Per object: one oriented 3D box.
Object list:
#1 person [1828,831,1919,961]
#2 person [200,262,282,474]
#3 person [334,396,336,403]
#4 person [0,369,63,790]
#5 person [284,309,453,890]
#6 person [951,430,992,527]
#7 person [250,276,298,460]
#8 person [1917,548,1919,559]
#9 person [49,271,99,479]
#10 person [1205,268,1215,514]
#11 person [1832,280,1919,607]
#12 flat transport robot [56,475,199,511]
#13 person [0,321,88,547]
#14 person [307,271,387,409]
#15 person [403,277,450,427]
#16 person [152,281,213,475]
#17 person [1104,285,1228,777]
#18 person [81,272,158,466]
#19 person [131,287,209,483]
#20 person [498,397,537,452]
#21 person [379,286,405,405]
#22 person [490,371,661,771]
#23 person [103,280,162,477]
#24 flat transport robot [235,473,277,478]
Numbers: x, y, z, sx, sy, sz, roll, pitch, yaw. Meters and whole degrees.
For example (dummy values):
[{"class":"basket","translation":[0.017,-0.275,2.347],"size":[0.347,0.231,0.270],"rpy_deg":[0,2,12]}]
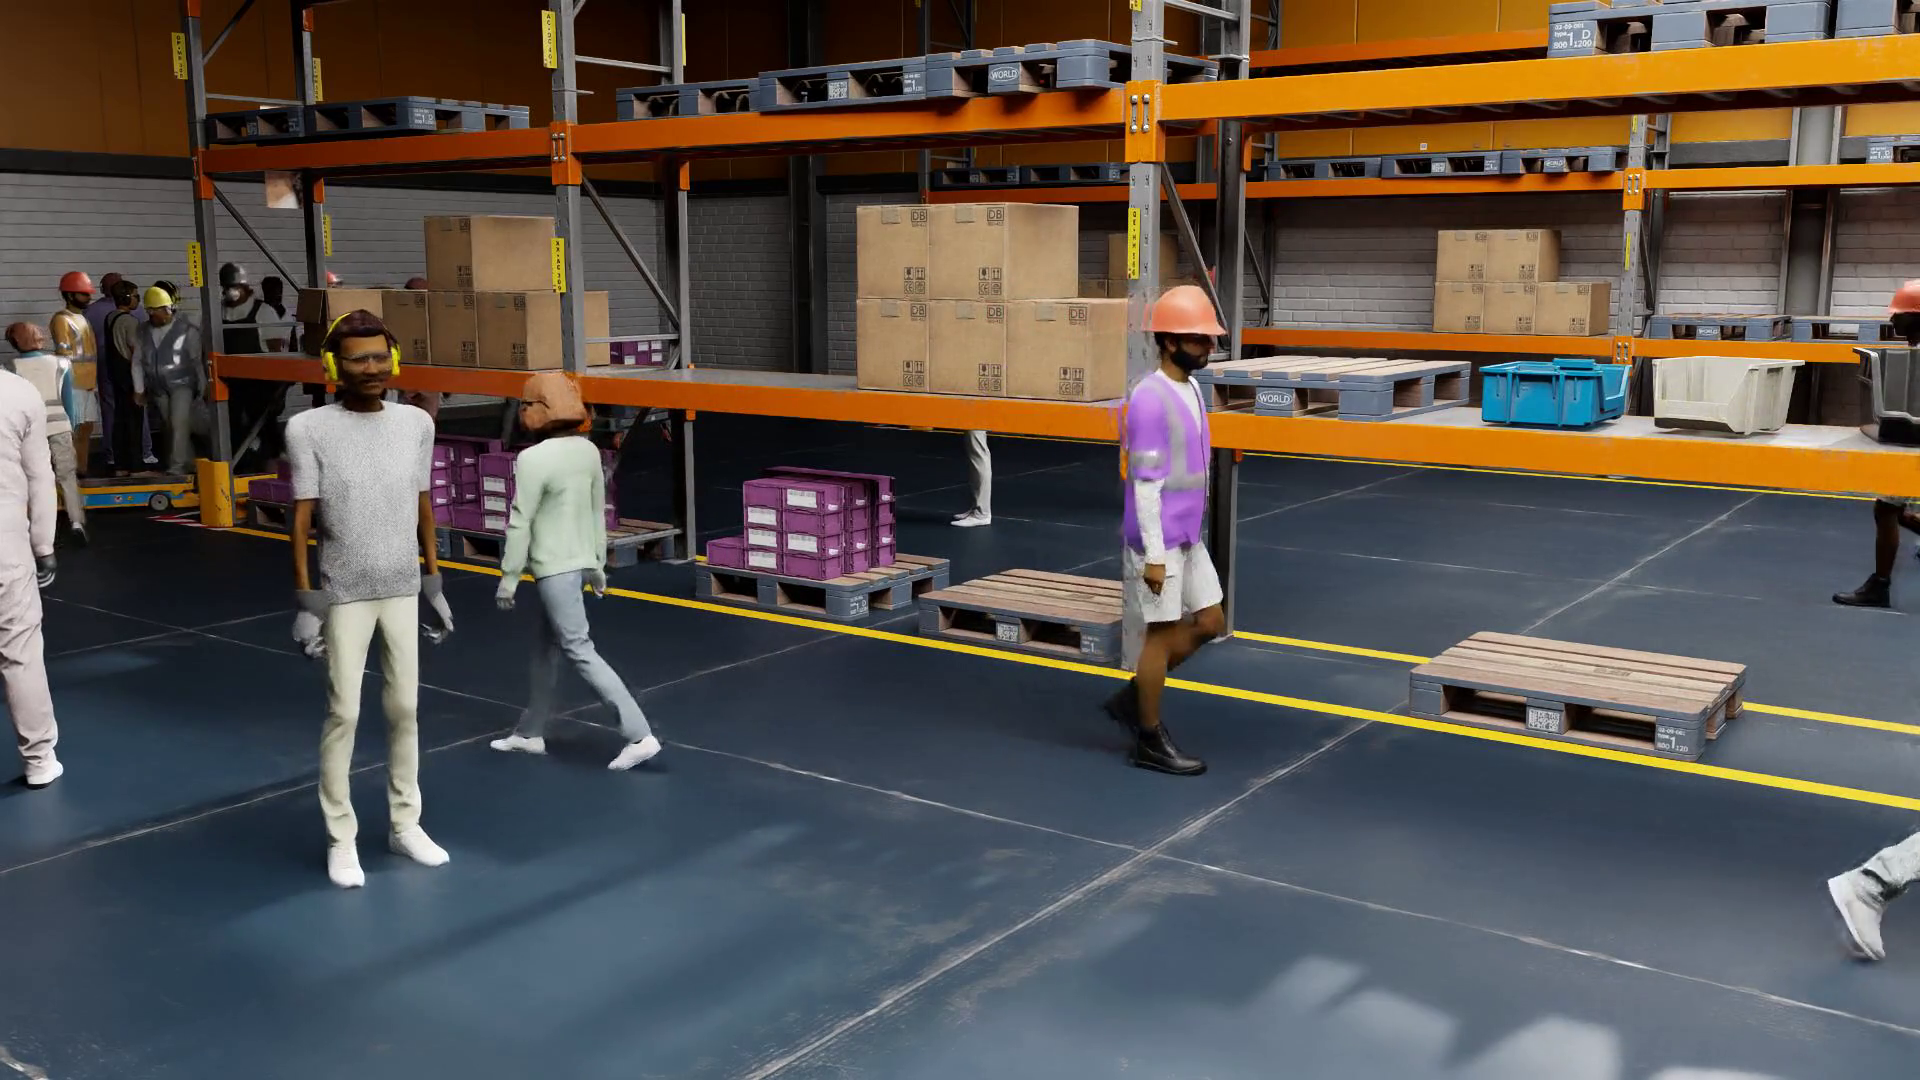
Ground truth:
[{"class":"person","translation":[2.938,0.394,4.653],"size":[0.777,1.714,0.485],"rpy_deg":[4,10,21]},{"class":"person","translation":[-6.442,-1.494,14.938],"size":[0.689,2.000,0.701],"rpy_deg":[-1,10,-6]},{"class":"person","translation":[-6.220,-1.678,17.102],"size":[0.559,1.674,0.457],"rpy_deg":[-5,11,-28]},{"class":"person","translation":[-3.745,0.033,6.254],"size":[0.643,1.905,0.400],"rpy_deg":[-6,11,-32]},{"class":"person","translation":[-1.922,0.186,5.442],"size":[0.532,1.868,0.311],"rpy_deg":[-9,13,-42]},{"class":"person","translation":[0.092,-1.059,12.684],"size":[0.371,1.925,0.595],"rpy_deg":[1,10,5]},{"class":"person","translation":[-7.142,-1.774,17.093],"size":[0.745,1.883,0.642],"rpy_deg":[7,12,34]},{"class":"person","translation":[6.561,-0.594,10.521],"size":[0.525,1.723,0.904],"rpy_deg":[-3,10,-18]},{"class":"person","translation":[-7.543,-1.334,14.298],"size":[0.378,1.932,0.551],"rpy_deg":[-1,10,-7]},{"class":"person","translation":[2.042,-1.169,13.178],"size":[0.483,1.976,0.644],"rpy_deg":[4,10,20]},{"class":"person","translation":[5.556,-0.535,9.599],"size":[0.723,1.919,0.561],"rpy_deg":[5,11,26]},{"class":"flat transport robot","translation":[-6.869,-0.379,13.557],"size":[1.431,0.197,0.652],"rpy_deg":[-4,10,-23]},{"class":"person","translation":[-6.502,-0.751,11.807],"size":[0.521,1.600,0.824],"rpy_deg":[-9,13,-43]},{"class":"person","translation":[-5.213,-1.306,14.142],"size":[0.703,1.937,0.542],"rpy_deg":[6,11,31]},{"class":"person","translation":[-4.913,-1.429,15.047],"size":[0.684,1.873,0.426],"rpy_deg":[-4,10,-21]},{"class":"person","translation":[-7.268,-1.500,15.558],"size":[0.545,1.845,0.664],"rpy_deg":[3,10,15]},{"class":"person","translation":[0.832,-0.024,6.511],"size":[0.421,1.924,0.570],"rpy_deg":[5,11,27]},{"class":"person","translation":[-8.298,-1.681,16.445],"size":[0.639,1.910,0.407],"rpy_deg":[-3,10,-16]},{"class":"person","translation":[-7.057,-1.341,14.774],"size":[0.597,1.781,0.914],"rpy_deg":[1,10,8]},{"class":"person","translation":[-4.785,-1.886,17.789],"size":[0.608,1.869,1.036],"rpy_deg":[2,10,14]},{"class":"person","translation":[-5.088,-1.306,14.546],"size":[0.558,1.816,0.958],"rpy_deg":[-6,11,-32]},{"class":"person","translation":[-1.556,0.130,6.615],"size":[0.830,1.600,0.514],"rpy_deg":[3,10,17]},{"class":"person","translation":[-7.666,-1.463,15.331],"size":[0.513,1.844,0.328],"rpy_deg":[7,12,35]},{"class":"flat transport robot","translation":[-5.499,-0.466,14.075],"size":[1.431,0.197,0.652],"rpy_deg":[-7,12,-35]}]
